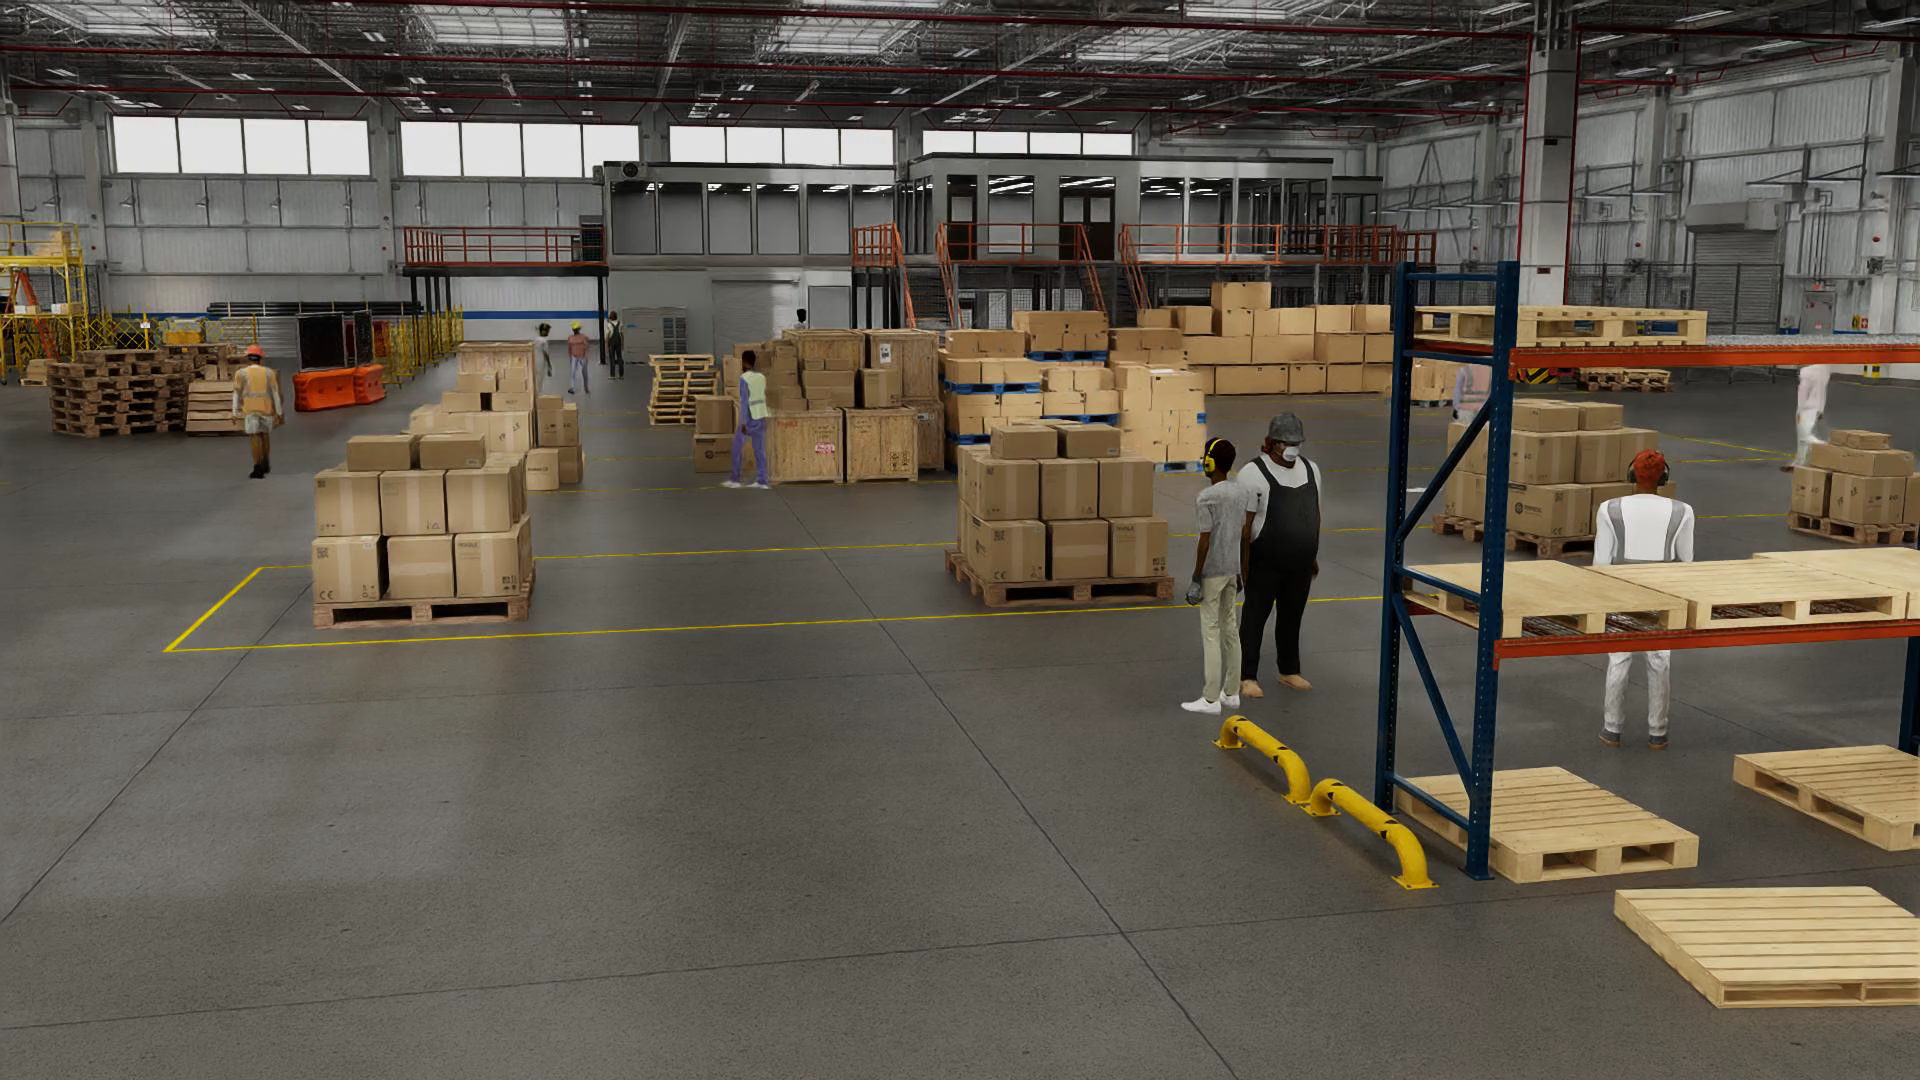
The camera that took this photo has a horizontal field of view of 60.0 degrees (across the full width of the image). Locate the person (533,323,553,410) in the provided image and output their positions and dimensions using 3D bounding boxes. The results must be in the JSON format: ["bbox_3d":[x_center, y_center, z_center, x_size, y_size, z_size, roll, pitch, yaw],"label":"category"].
[{"bbox_3d":[-8.839,-3.643,35.011,0.516,1.829,0.539,-8,12,-41],"label":"person"}]

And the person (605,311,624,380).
[{"bbox_3d":[-9.245,-5.210,44.526,0.517,1.843,0.325,-6,11,-34],"label":"person"}]

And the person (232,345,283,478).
[{"bbox_3d":[-10.133,-1.849,23.944,0.650,1.869,0.972,-6,11,-32],"label":"person"}]

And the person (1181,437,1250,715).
[{"bbox_3d":[1.727,0.242,11.222,0.509,1.872,0.328,-9,13,-42],"label":"person"}]

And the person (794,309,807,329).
[{"bbox_3d":[-4.027,-4.876,42.126,0.362,1.962,0.614,-4,10,-21],"label":"person"}]

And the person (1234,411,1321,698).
[{"bbox_3d":[2.247,0.092,11.616,0.700,2.000,0.535,-5,10,-26],"label":"person"}]

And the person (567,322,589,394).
[{"bbox_3d":[-9.088,-4.344,39.649,0.539,1.716,0.926,1,9,4],"label":"person"}]

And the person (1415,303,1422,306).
[{"bbox_3d":[13.463,-5.973,48.872,0.615,1.942,0.407,-5,11,-29],"label":"person"}]

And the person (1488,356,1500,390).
[{"bbox_3d":[10.551,-3.276,33.084,0.488,1.733,0.474,5,11,29],"label":"person"}]

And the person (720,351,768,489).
[{"bbox_3d":[-2.926,-1.635,22.666,0.793,1.870,0.624,4,10,25],"label":"person"}]

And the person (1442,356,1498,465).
[{"bbox_3d":[7.595,-1.937,24.736,0.767,1.801,0.444,-1,9,-8],"label":"person"}]

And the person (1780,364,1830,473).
[{"bbox_3d":[12.338,-1.875,24.006,0.634,1.917,0.819,-6,11,-33],"label":"person"}]

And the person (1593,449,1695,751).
[{"bbox_3d":[4.244,0.374,10.376,0.581,1.882,0.339,3,10,18],"label":"person"}]
